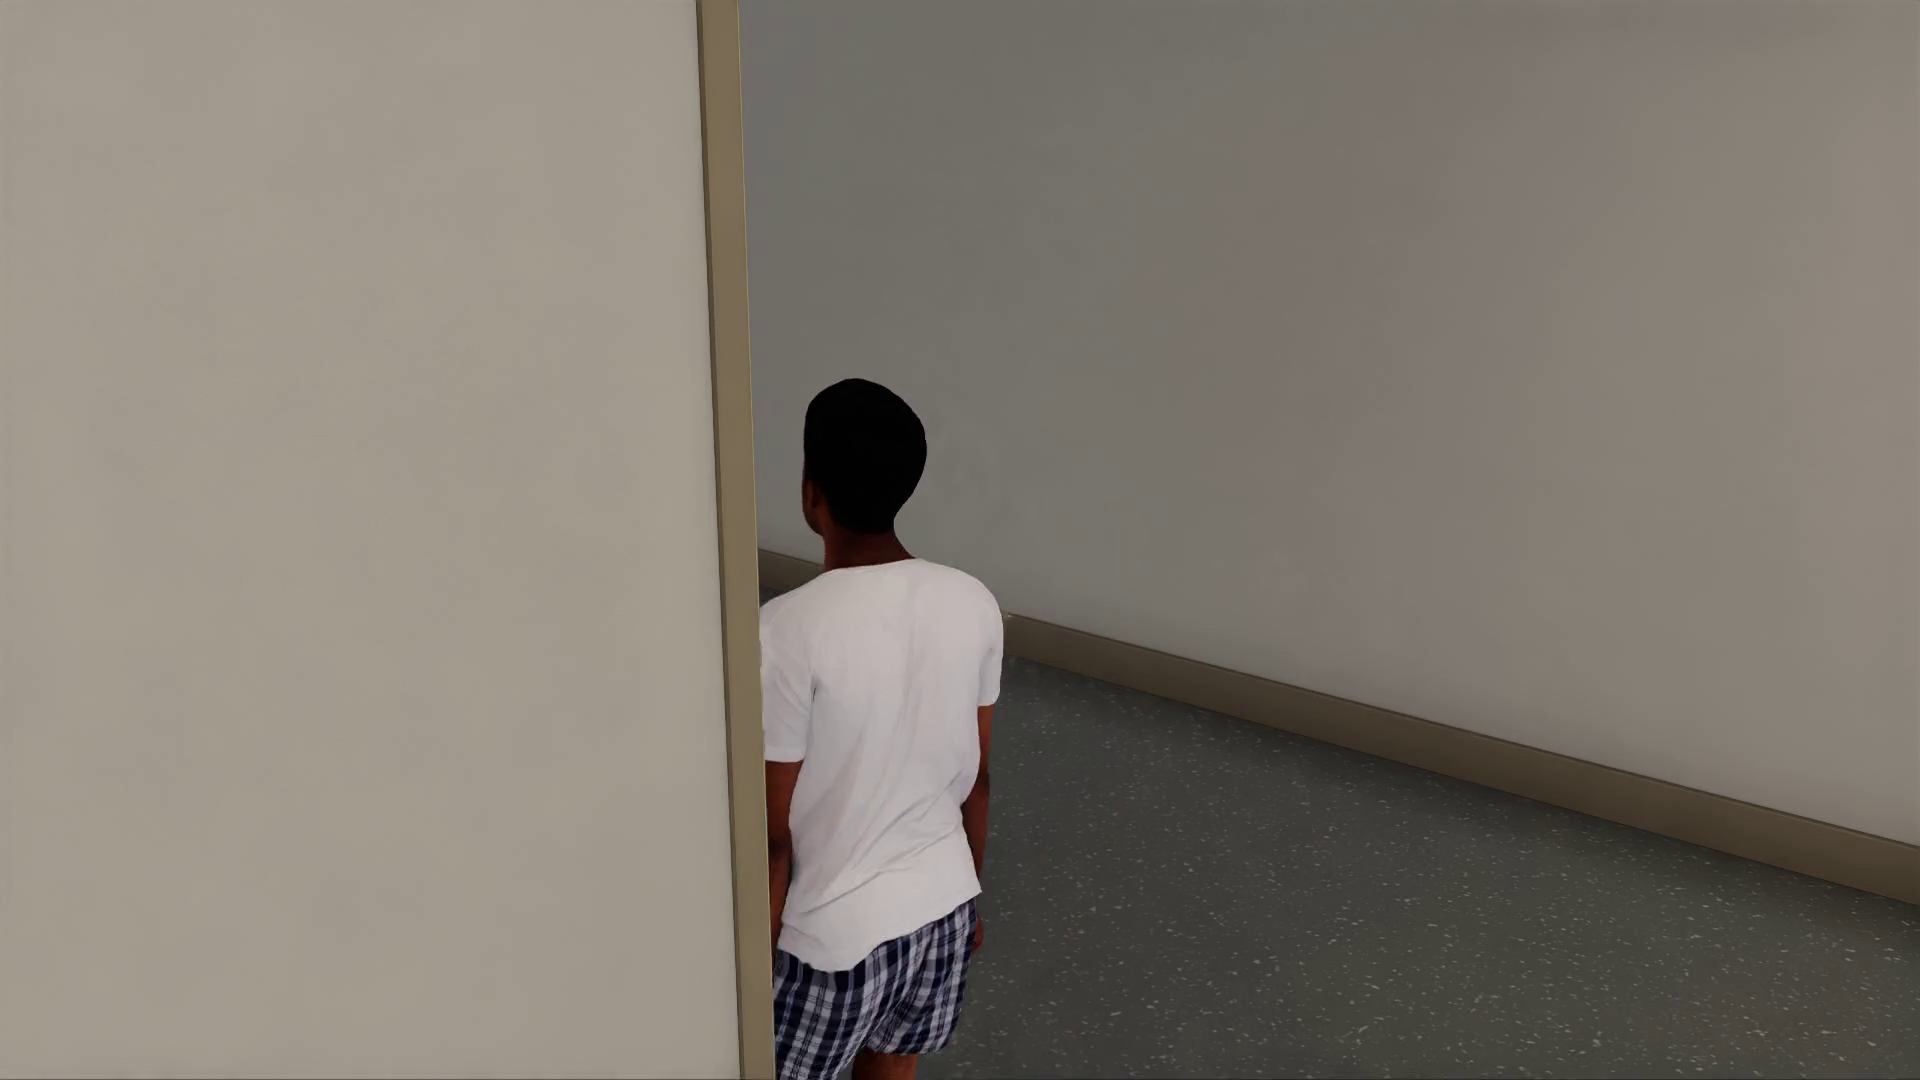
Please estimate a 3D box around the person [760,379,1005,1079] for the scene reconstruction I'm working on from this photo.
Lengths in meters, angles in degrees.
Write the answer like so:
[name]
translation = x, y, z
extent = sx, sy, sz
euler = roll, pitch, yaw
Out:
[person]
translation = -0.117, 0.631, 2.567
extent = 0.709, 1.716, 0.801
euler = -12, 20, -36
